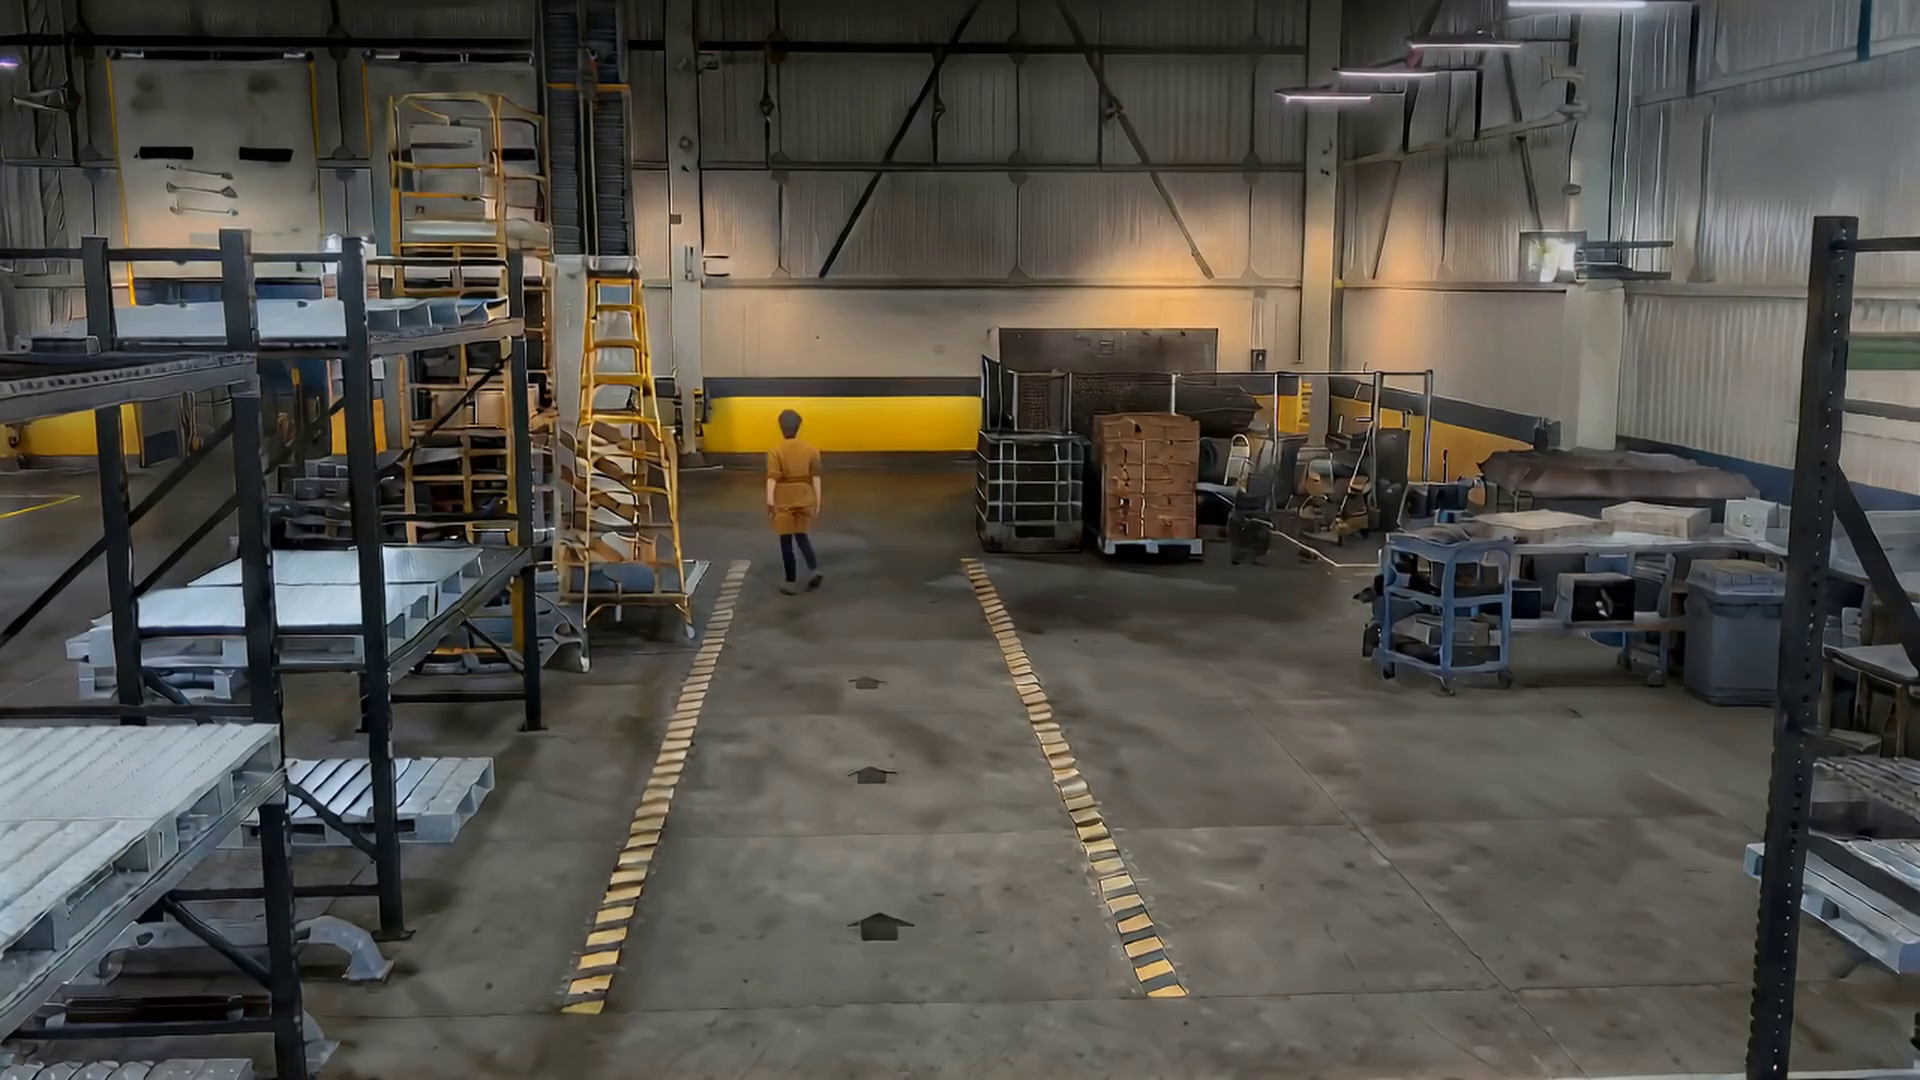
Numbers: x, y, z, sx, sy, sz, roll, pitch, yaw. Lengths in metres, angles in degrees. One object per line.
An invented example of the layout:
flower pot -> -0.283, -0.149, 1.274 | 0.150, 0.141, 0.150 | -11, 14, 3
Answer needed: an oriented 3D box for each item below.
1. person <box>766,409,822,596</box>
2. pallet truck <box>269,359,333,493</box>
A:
person -> -1.486, -0.333, 14.944 | 0.540, 1.685, 0.370 | -7, 11, -36
pallet truck -> -7.062, -1.131, 18.996 | 1.885, 1.965, 0.823 | 2, 9, 13
